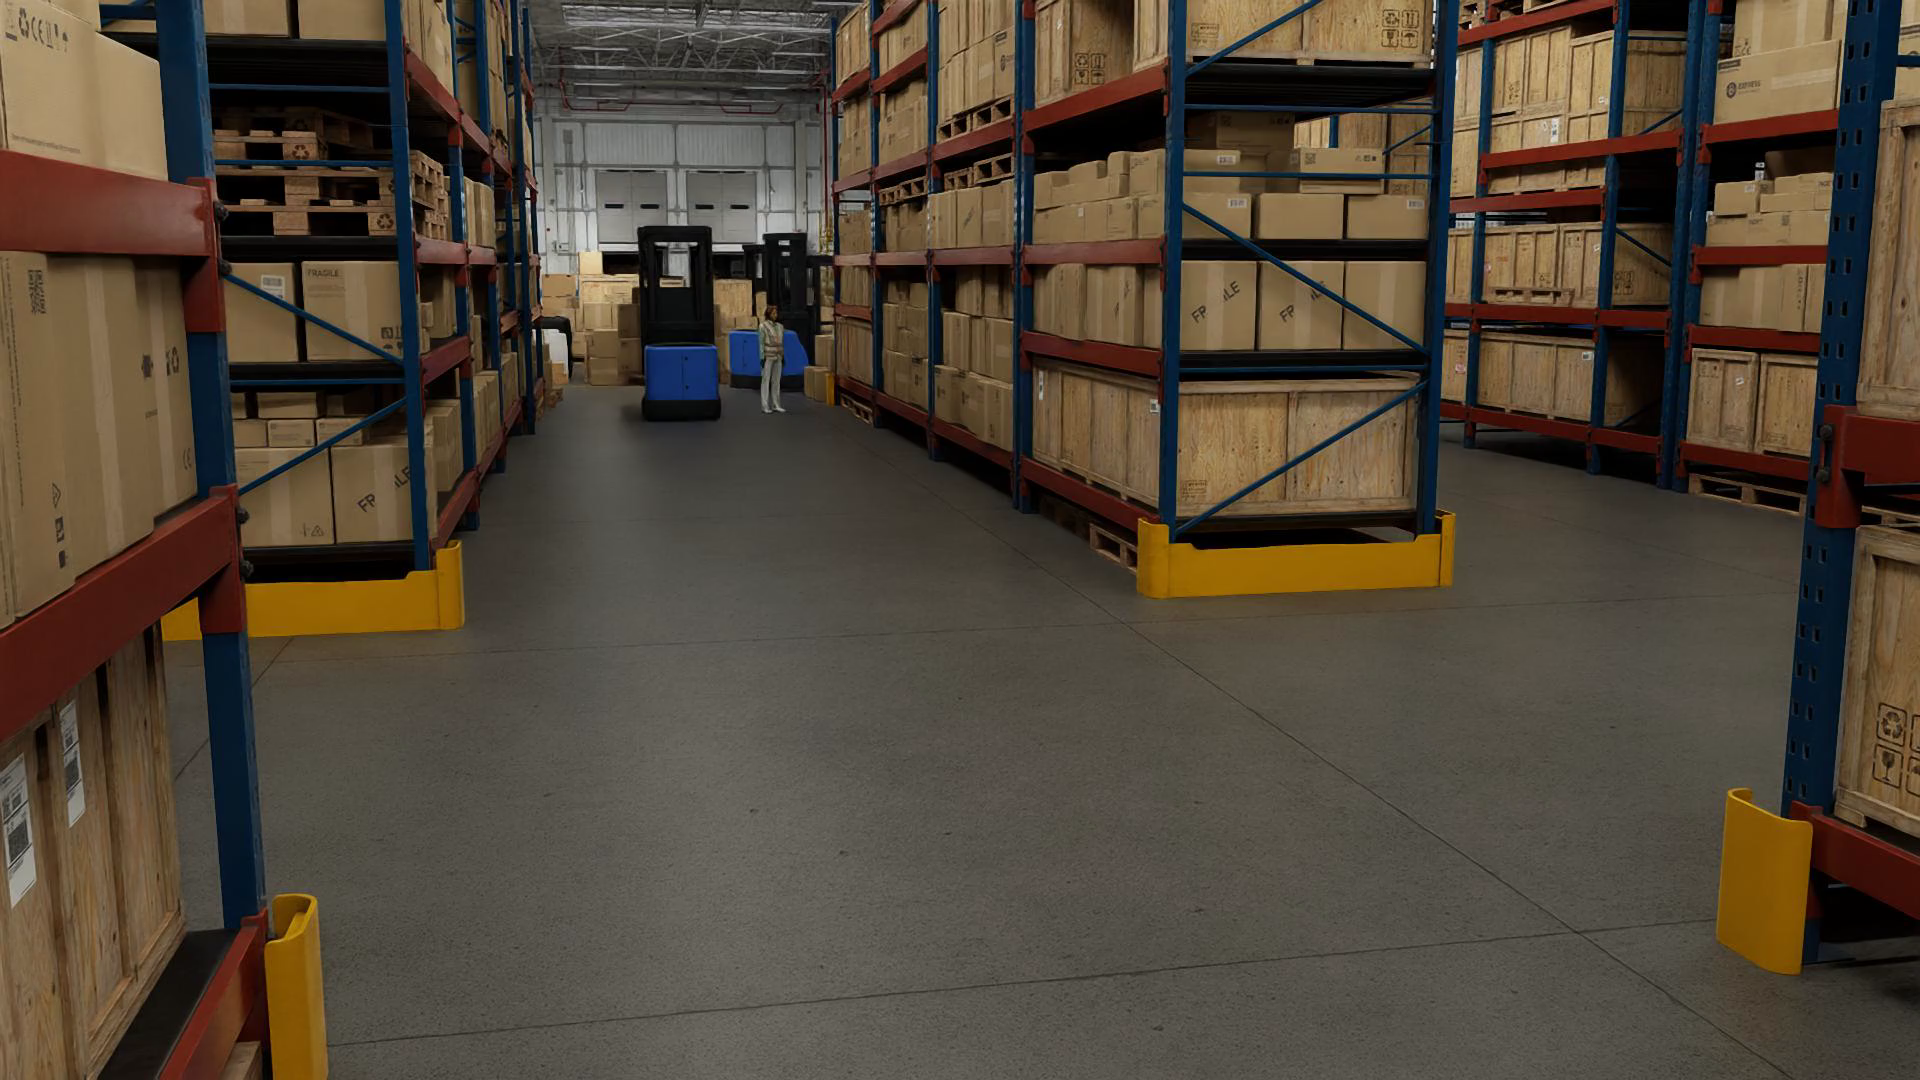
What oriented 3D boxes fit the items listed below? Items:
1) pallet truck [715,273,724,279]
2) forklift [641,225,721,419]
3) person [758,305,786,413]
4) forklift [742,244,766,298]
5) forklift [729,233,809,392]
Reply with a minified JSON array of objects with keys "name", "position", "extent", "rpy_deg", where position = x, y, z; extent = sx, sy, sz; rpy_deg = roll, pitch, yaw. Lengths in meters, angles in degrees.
[{"name":"pallet truck","position":[-8.580,-8.986,62.280],"extent":[1.885,1.965,0.823],"rpy_deg":[1,9,5]},{"name":"forklift","position":[-4.159,-3.237,24.557],"extent":[1.129,2.768,1.873],"rpy_deg":[-2,10,-12]},{"name":"person","position":[-2.870,-2.755,25.386],"extent":[0.306,1.640,0.522],"rpy_deg":[7,12,37]},{"name":"forklift","position":[-5.434,-6.559,44.801],"extent":[1.873,2.768,1.129],"rpy_deg":[-9,13,-44]},{"name":"forklift","position":[-3.138,-4.105,29.846],"extent":[1.873,2.768,1.129],"rpy_deg":[-8,12,-41]}]
